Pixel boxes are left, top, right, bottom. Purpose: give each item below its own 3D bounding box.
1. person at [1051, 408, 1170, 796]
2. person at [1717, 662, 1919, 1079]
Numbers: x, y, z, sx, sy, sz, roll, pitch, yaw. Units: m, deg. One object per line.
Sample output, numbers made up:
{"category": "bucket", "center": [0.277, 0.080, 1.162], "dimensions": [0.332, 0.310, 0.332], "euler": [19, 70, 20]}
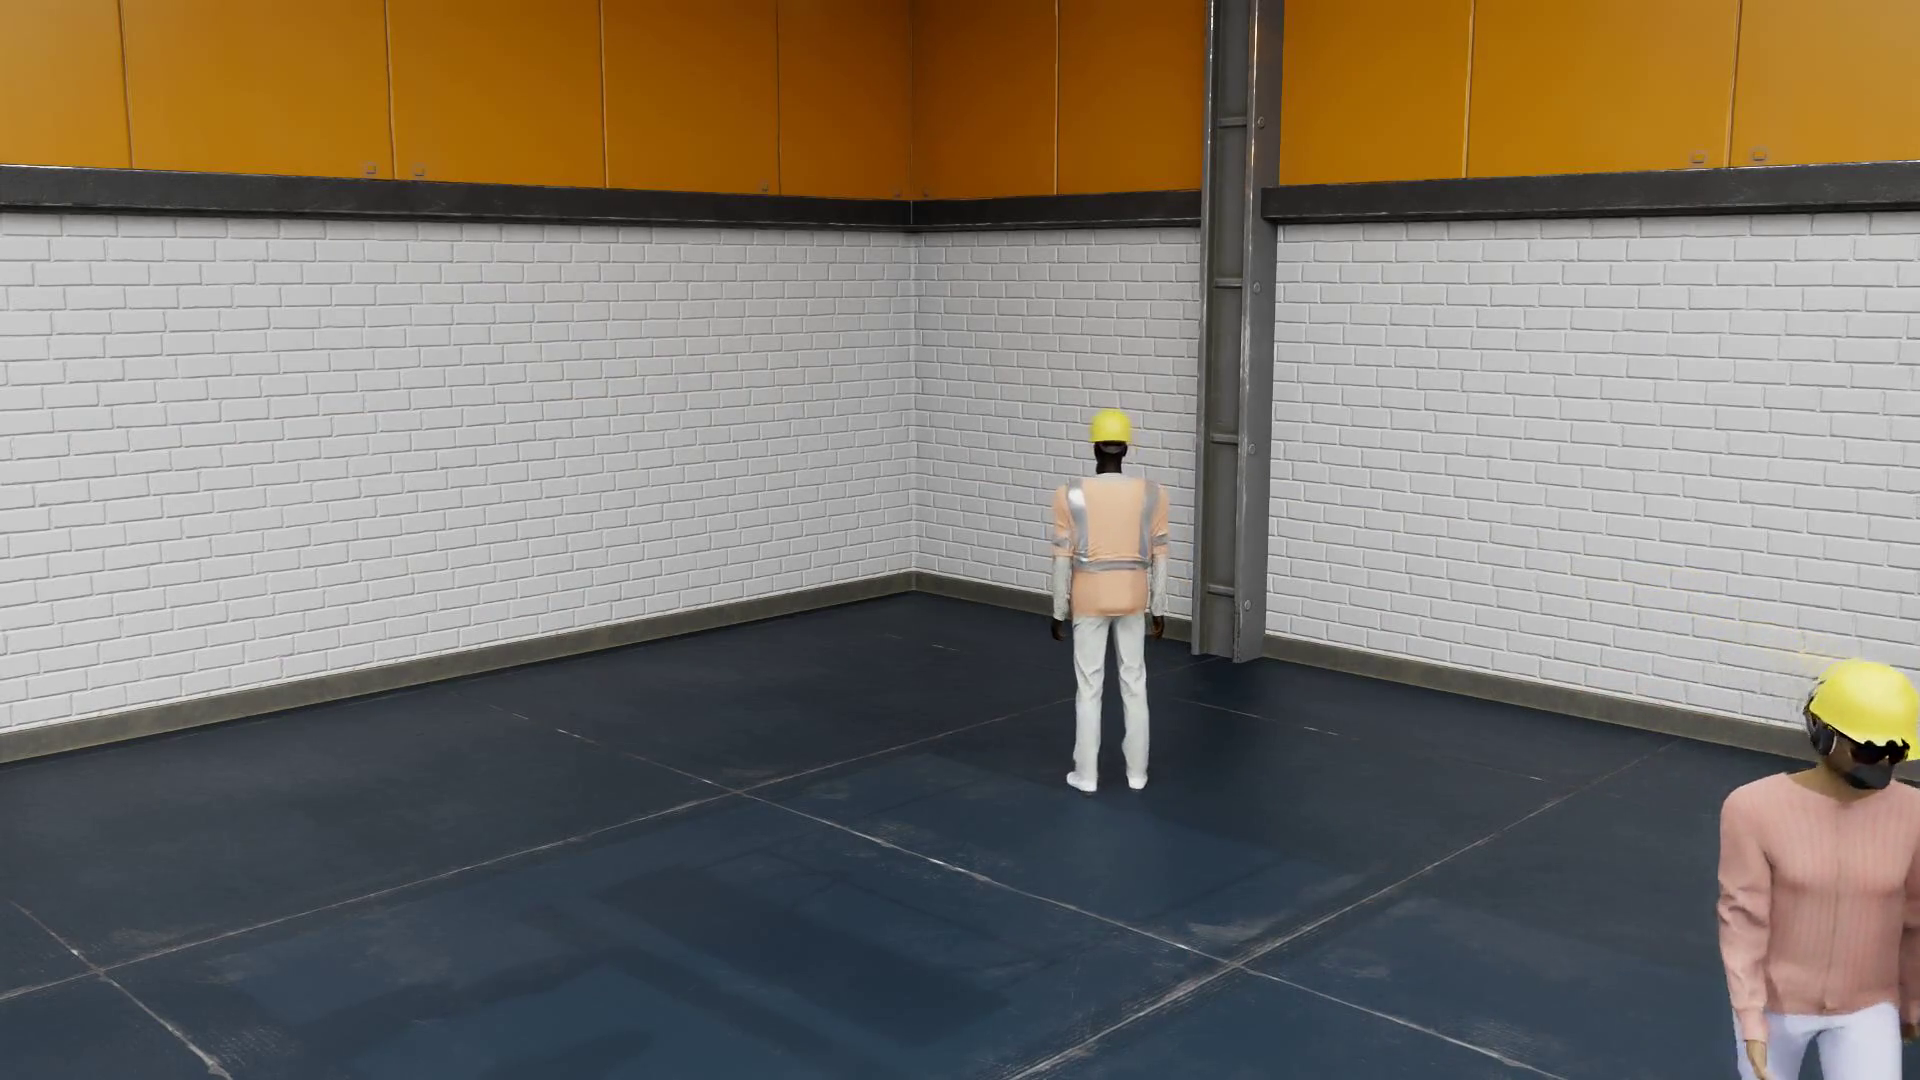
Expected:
{"category": "person", "center": [0.736, 0.309, 8.274], "dimensions": [0.593, 1.922, 0.386], "euler": [-1, 9, -7]}
{"category": "person", "center": [2.050, 1.123, 3.928], "dimensions": [0.524, 1.717, 0.823], "euler": [2, 9, 12]}
